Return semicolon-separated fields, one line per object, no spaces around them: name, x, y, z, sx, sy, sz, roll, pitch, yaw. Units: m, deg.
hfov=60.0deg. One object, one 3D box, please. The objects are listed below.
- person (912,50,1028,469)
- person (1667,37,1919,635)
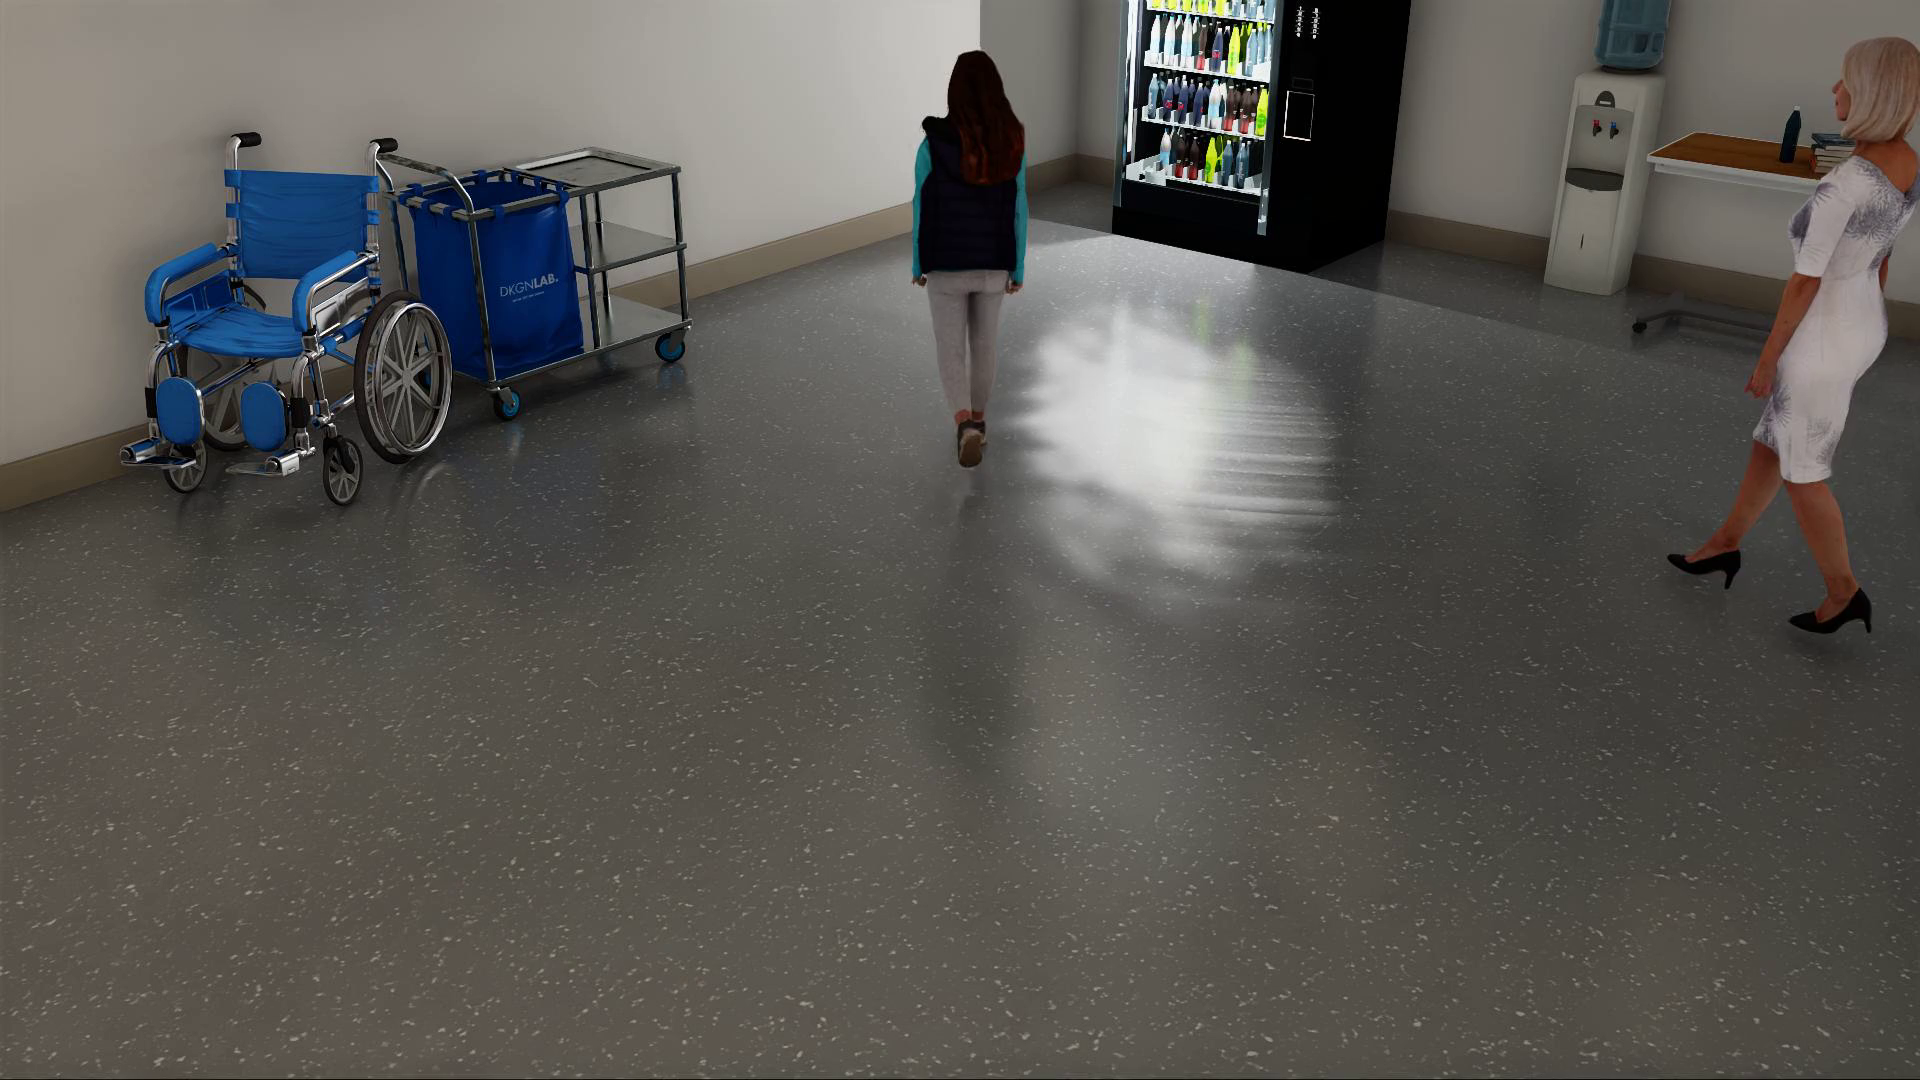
person;0.031;-0.966;5.960;0.883;1.478;0.956;-3;26;-6
person;2.522;-0.515;4.740;0.706;1.726;0.962;-19;32;-34
